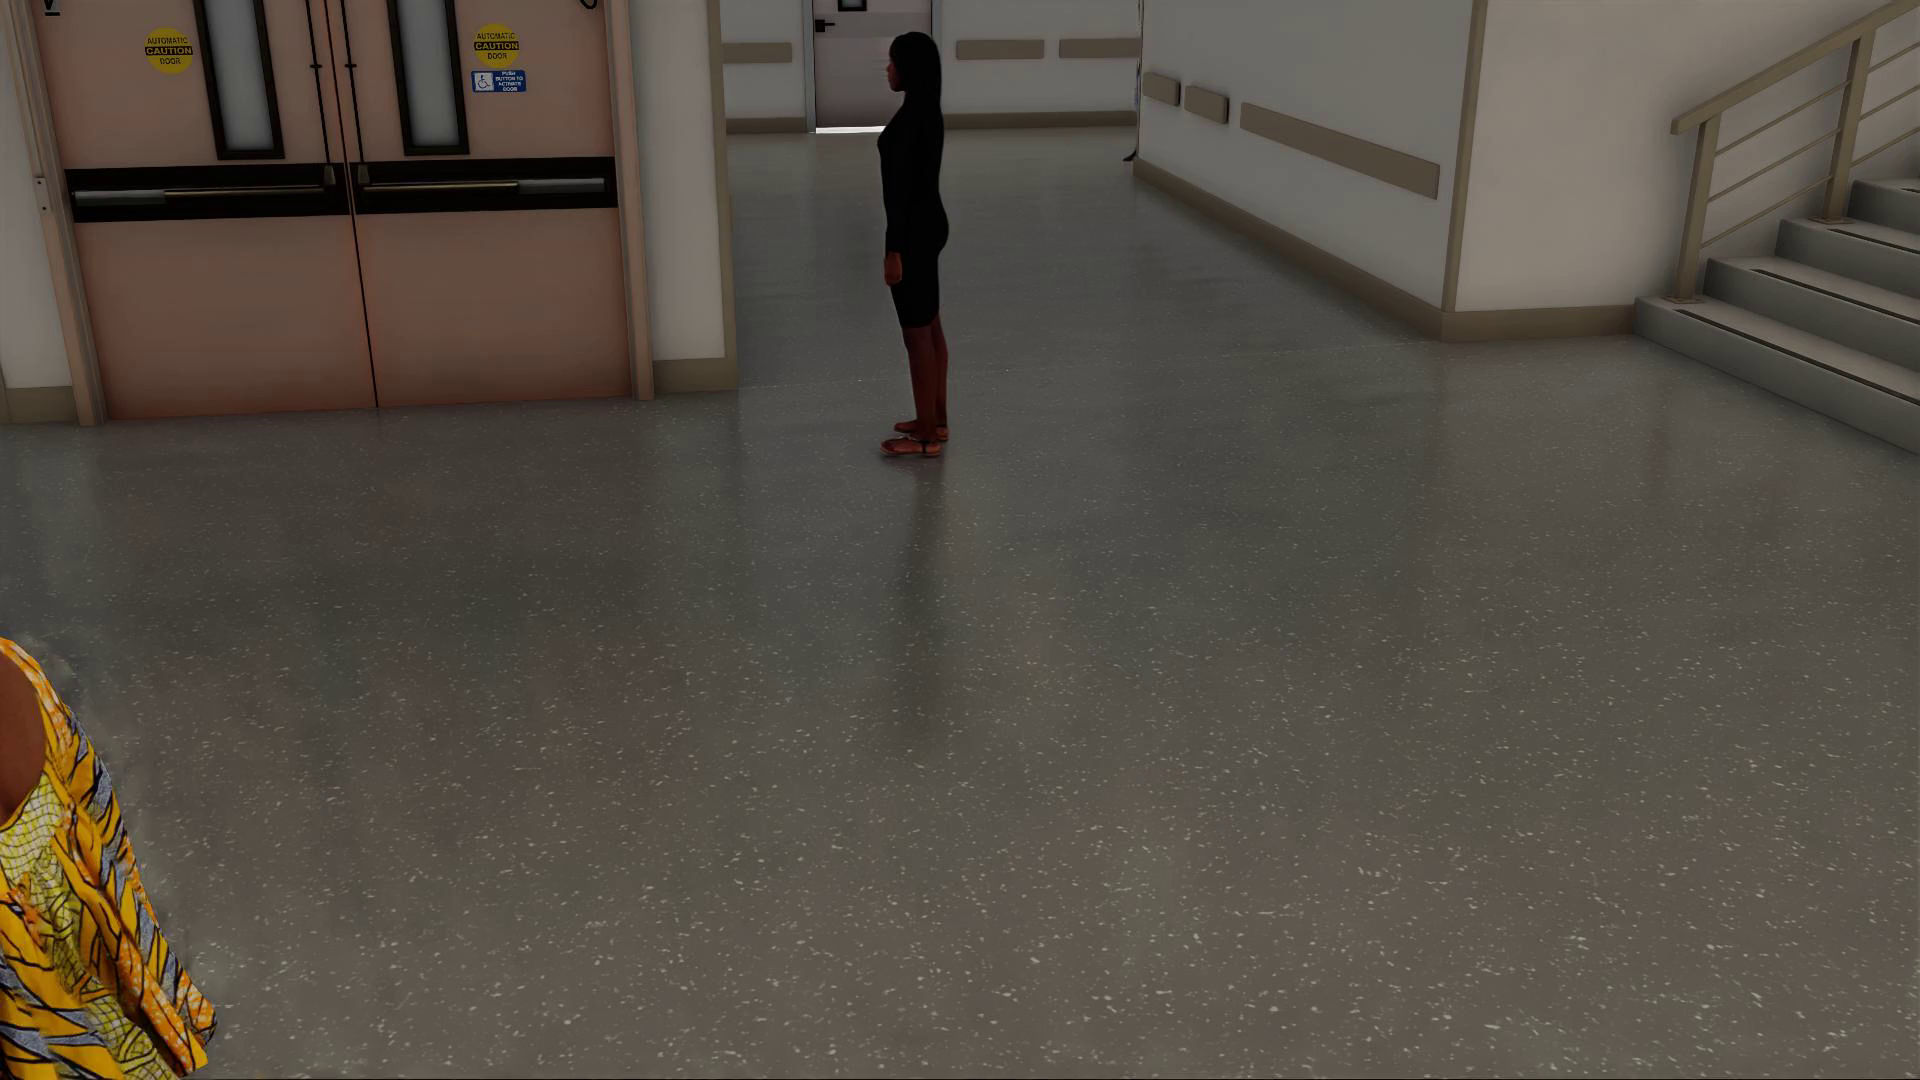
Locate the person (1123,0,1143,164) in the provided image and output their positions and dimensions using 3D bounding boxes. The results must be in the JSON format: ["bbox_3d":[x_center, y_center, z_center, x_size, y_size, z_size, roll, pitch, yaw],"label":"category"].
[{"bbox_3d":[1.830,-4.279,14.879,1.069,1.804,0.903,-11,23,-26],"label":"person"}]

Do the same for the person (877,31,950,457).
[{"bbox_3d":[-0.189,-1.217,6.909,0.606,1.723,0.659,3,21,8],"label":"person"}]
